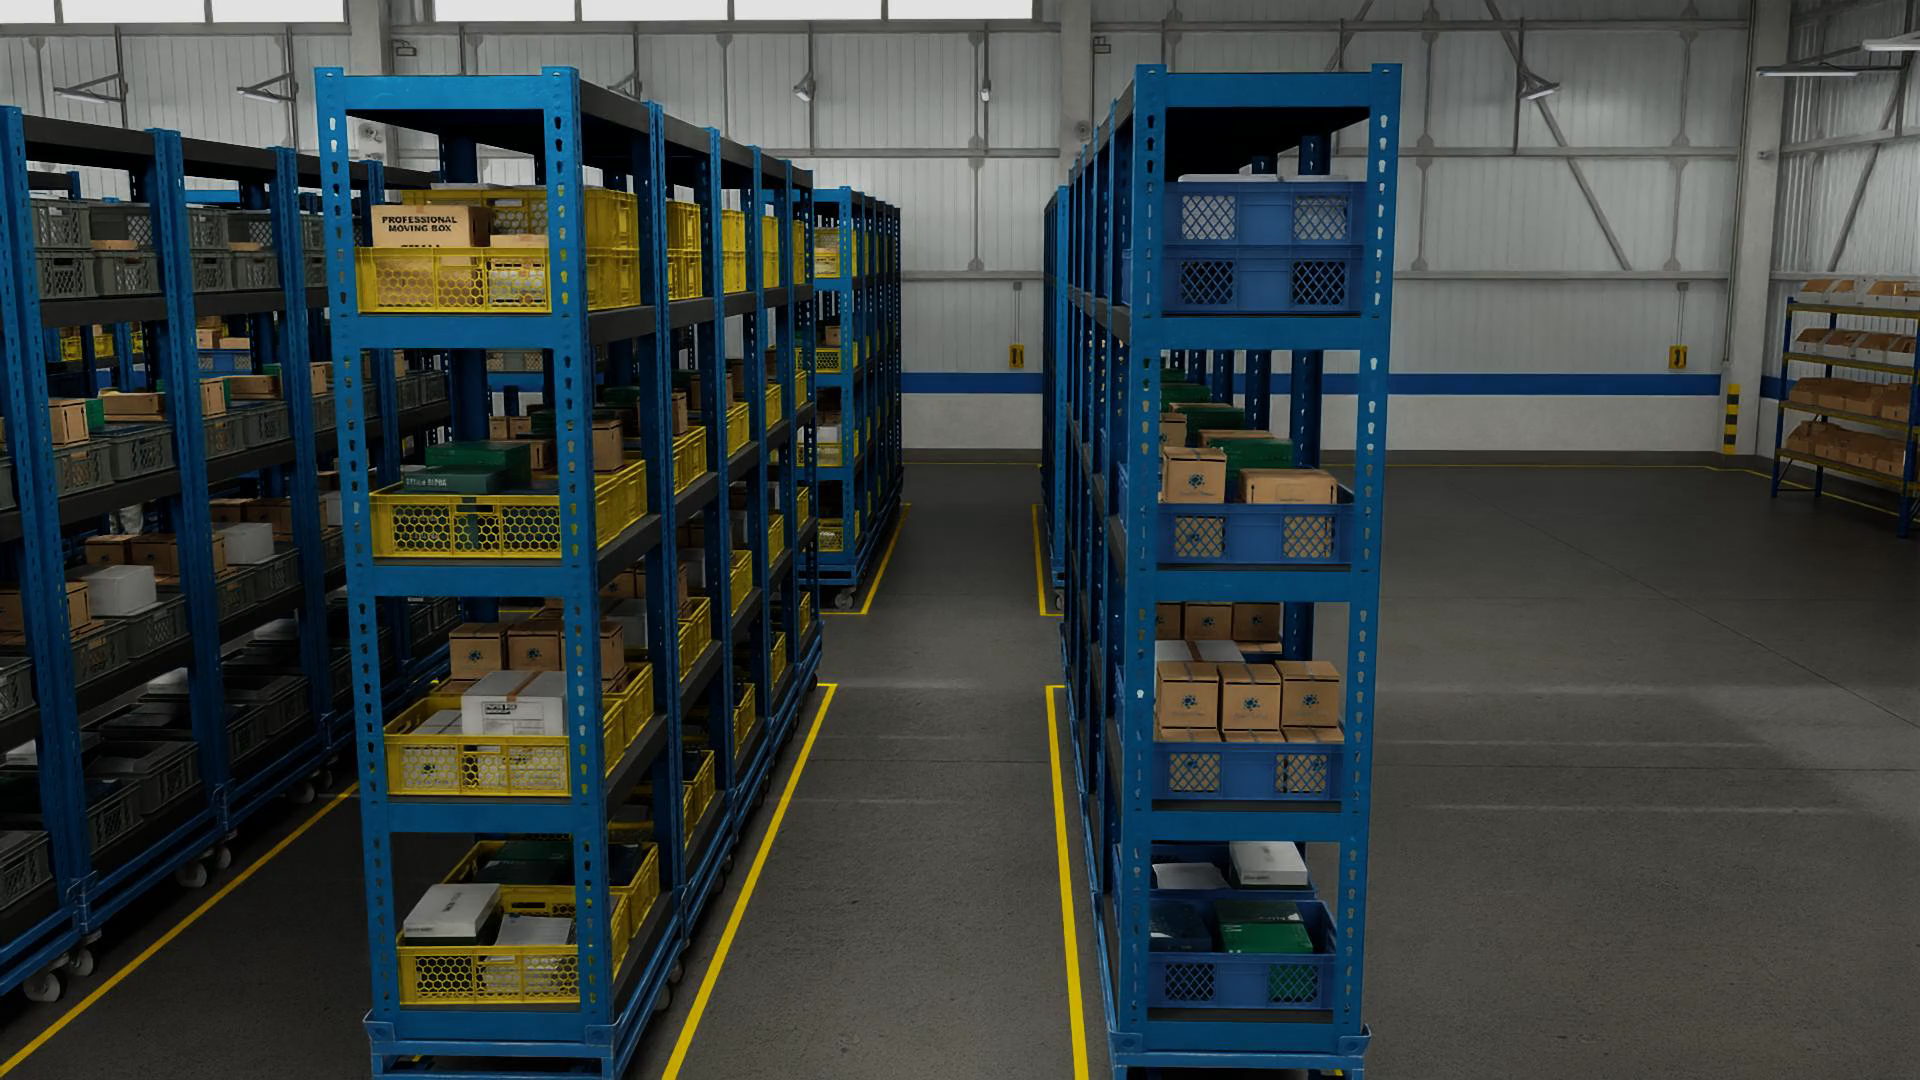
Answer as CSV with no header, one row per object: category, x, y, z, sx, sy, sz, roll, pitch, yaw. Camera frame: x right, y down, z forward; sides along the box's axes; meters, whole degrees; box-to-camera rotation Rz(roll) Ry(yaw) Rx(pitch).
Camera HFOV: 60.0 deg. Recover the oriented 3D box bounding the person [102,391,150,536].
person,-7.536,-0.416,14.920,0.588,1.834,0.403,1,10,7
